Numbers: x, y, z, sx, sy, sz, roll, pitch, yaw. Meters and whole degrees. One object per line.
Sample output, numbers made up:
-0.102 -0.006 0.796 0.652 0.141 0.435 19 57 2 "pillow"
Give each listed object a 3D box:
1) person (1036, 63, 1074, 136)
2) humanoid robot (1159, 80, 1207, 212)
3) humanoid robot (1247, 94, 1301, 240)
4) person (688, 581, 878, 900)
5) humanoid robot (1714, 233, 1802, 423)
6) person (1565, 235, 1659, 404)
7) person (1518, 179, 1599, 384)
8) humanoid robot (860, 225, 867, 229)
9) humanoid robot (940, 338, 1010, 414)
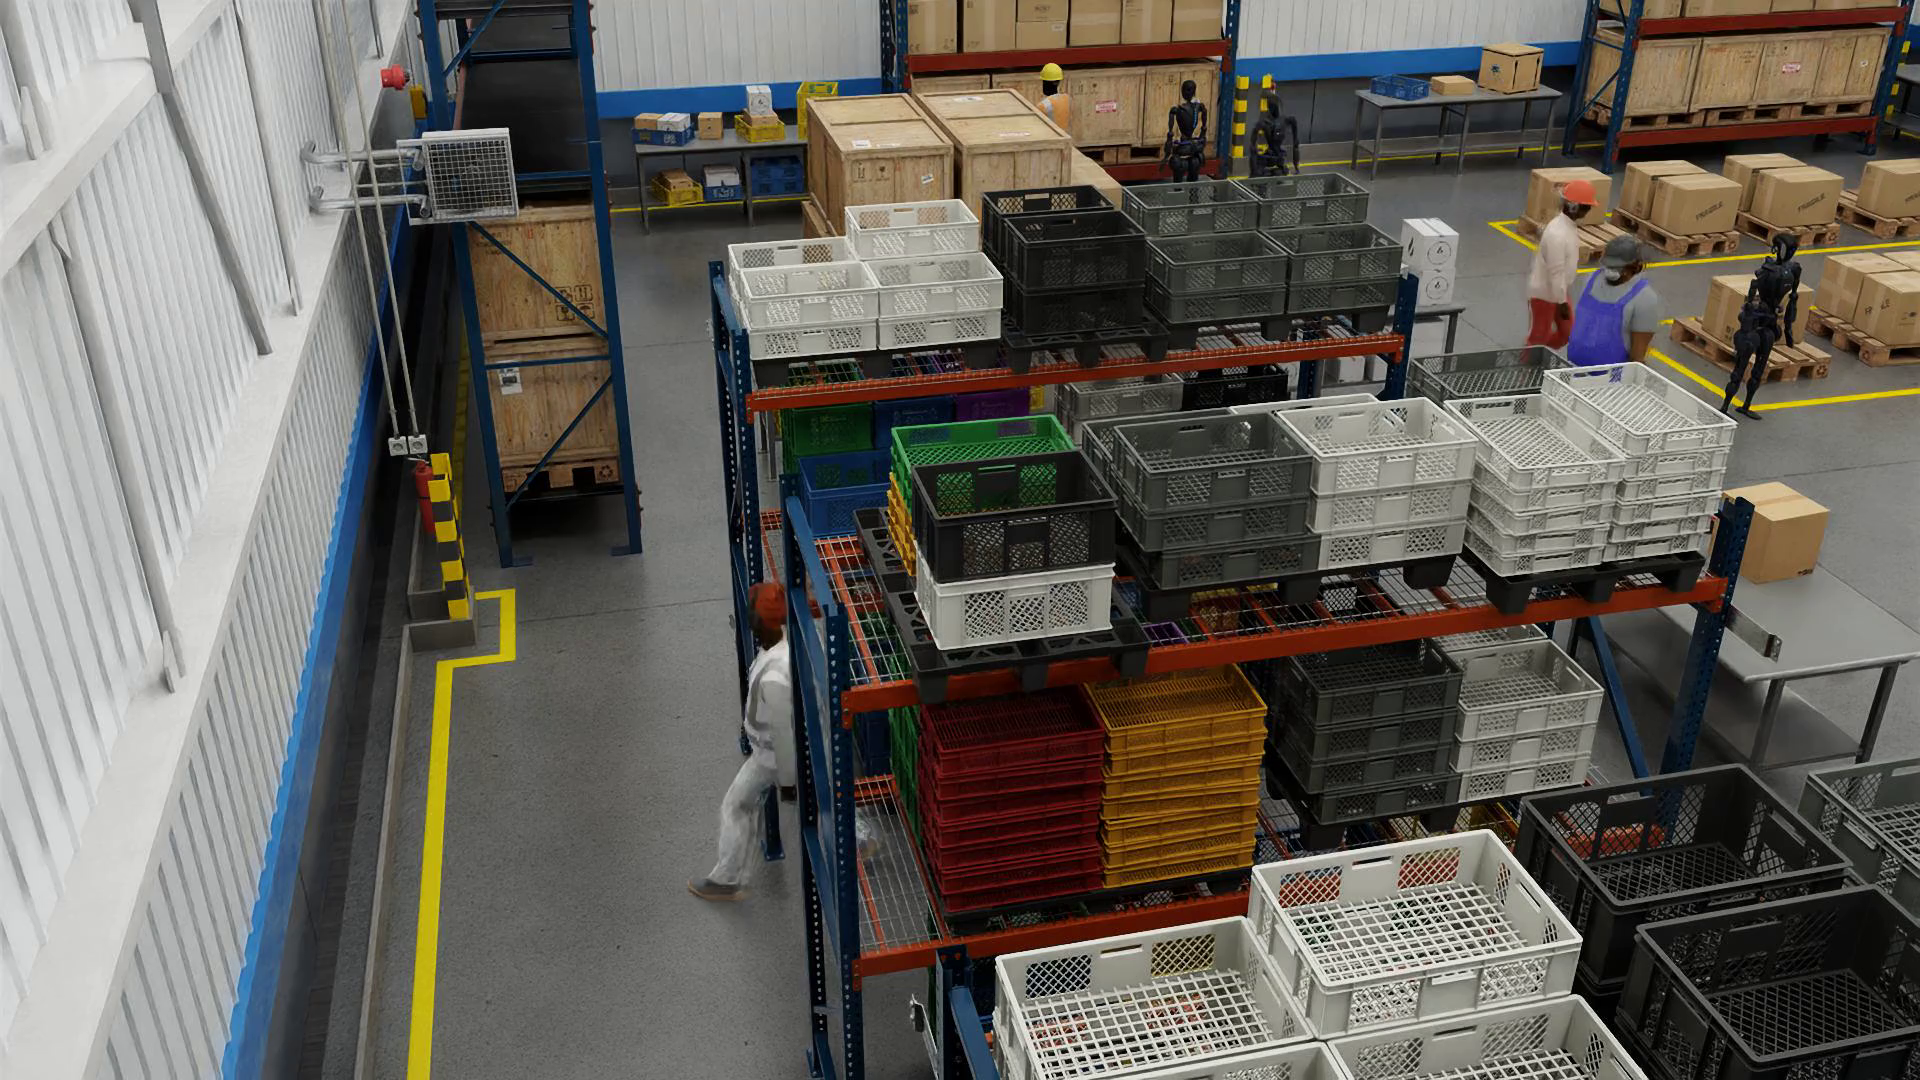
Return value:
1.001 -4.296 18.419 0.364 1.926 0.589 21 34 34 "person"
2.546 -4.356 18.790 0.608 1.653 0.321 -16 32 -27 "humanoid robot"
3.474 -4.102 18.339 0.680 1.629 0.363 -8 29 -15 "humanoid robot"
-0.925 1.019 8.433 0.935 1.823 0.555 3 28 5 "person"
6.703 -1.765 13.883 0.562 1.650 0.357 -12 30 -21 "humanoid robot"
4.911 -1.392 12.788 0.838 2.000 0.698 -18 33 -30 "person"
5.110 -2.120 14.250 0.451 1.971 0.601 19 33 31 "person"
-0.841 -1.851 14.033 0.312 1.657 0.615 -19 33 -32 "humanoid robot"
0.118 -1.086 12.580 0.597 1.657 0.317 4 28 8 "humanoid robot"
